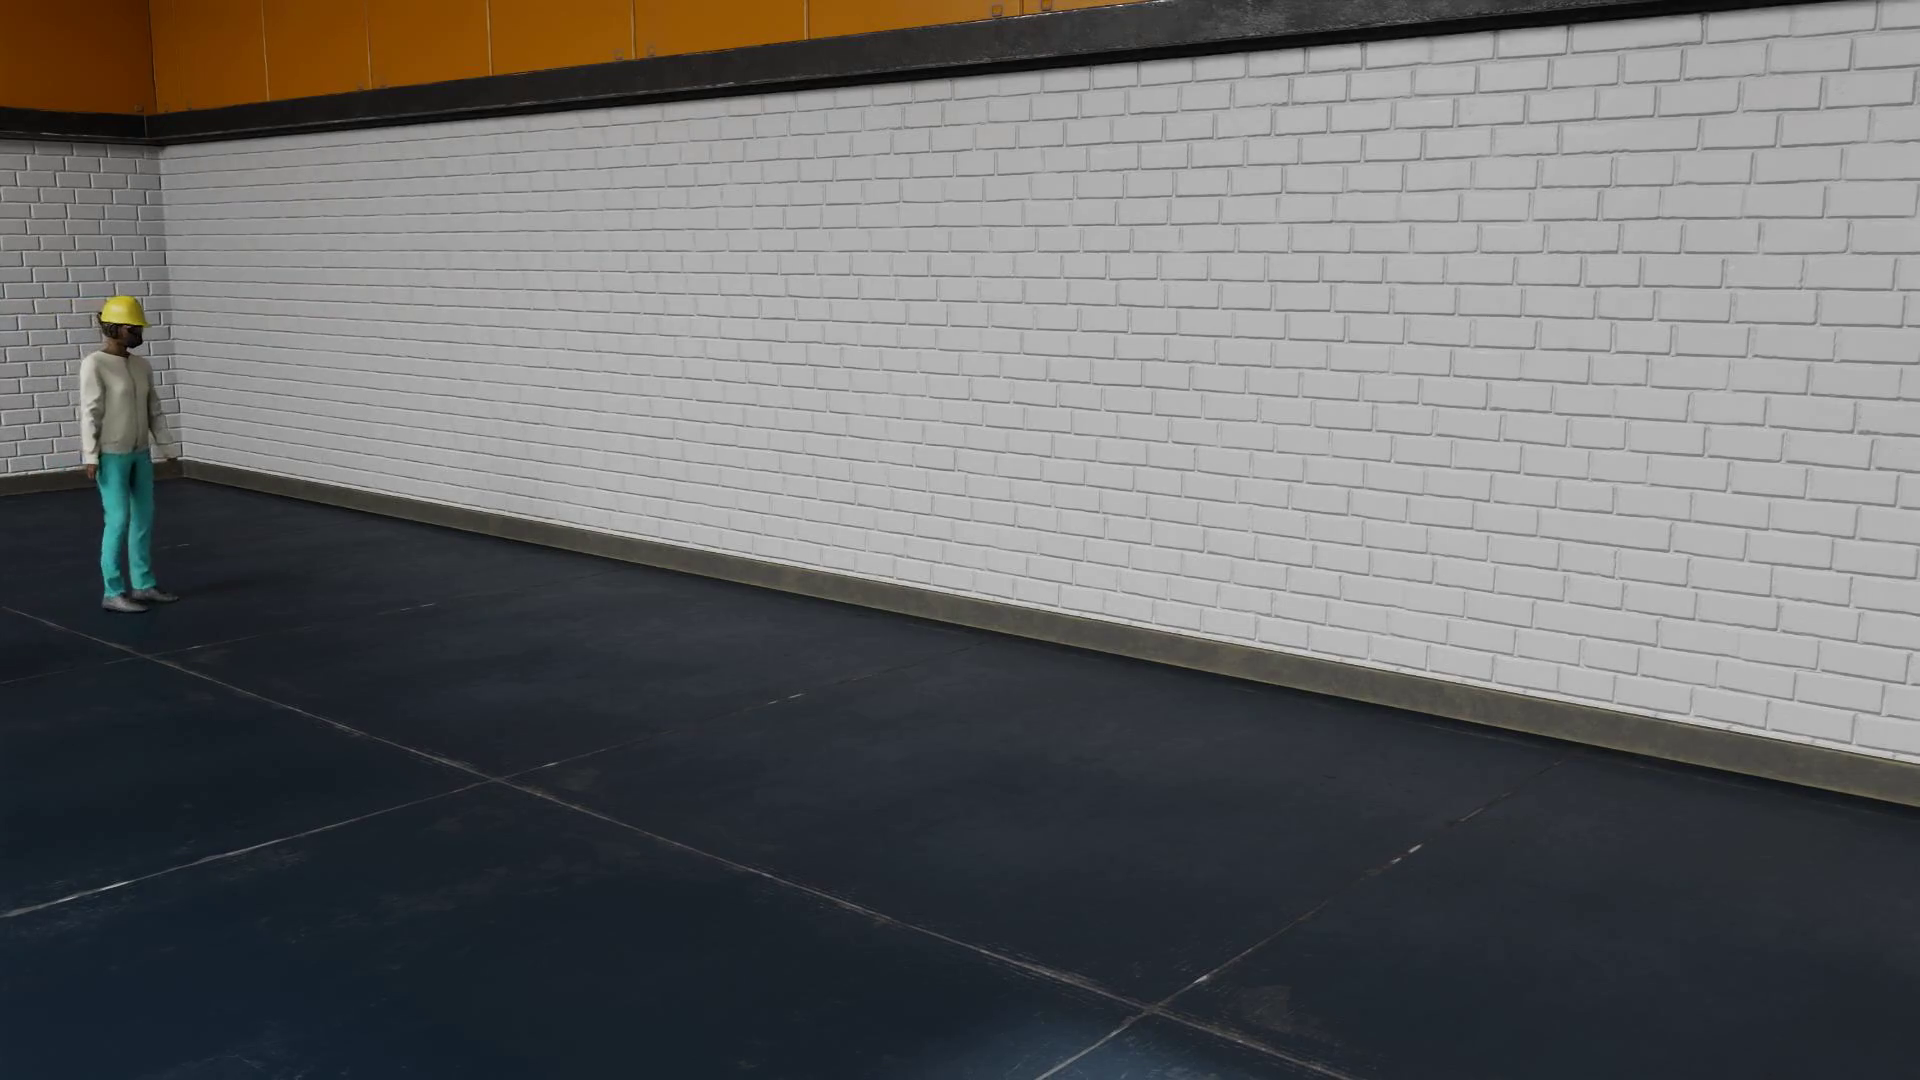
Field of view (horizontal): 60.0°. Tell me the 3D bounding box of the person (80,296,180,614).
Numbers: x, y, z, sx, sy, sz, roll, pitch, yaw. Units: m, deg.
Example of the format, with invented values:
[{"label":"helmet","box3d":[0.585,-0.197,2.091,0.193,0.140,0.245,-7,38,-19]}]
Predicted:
[{"label":"person","box3d":[-4.669,-0.483,9.345,0.357,1.757,0.563,2,10,11]}]
